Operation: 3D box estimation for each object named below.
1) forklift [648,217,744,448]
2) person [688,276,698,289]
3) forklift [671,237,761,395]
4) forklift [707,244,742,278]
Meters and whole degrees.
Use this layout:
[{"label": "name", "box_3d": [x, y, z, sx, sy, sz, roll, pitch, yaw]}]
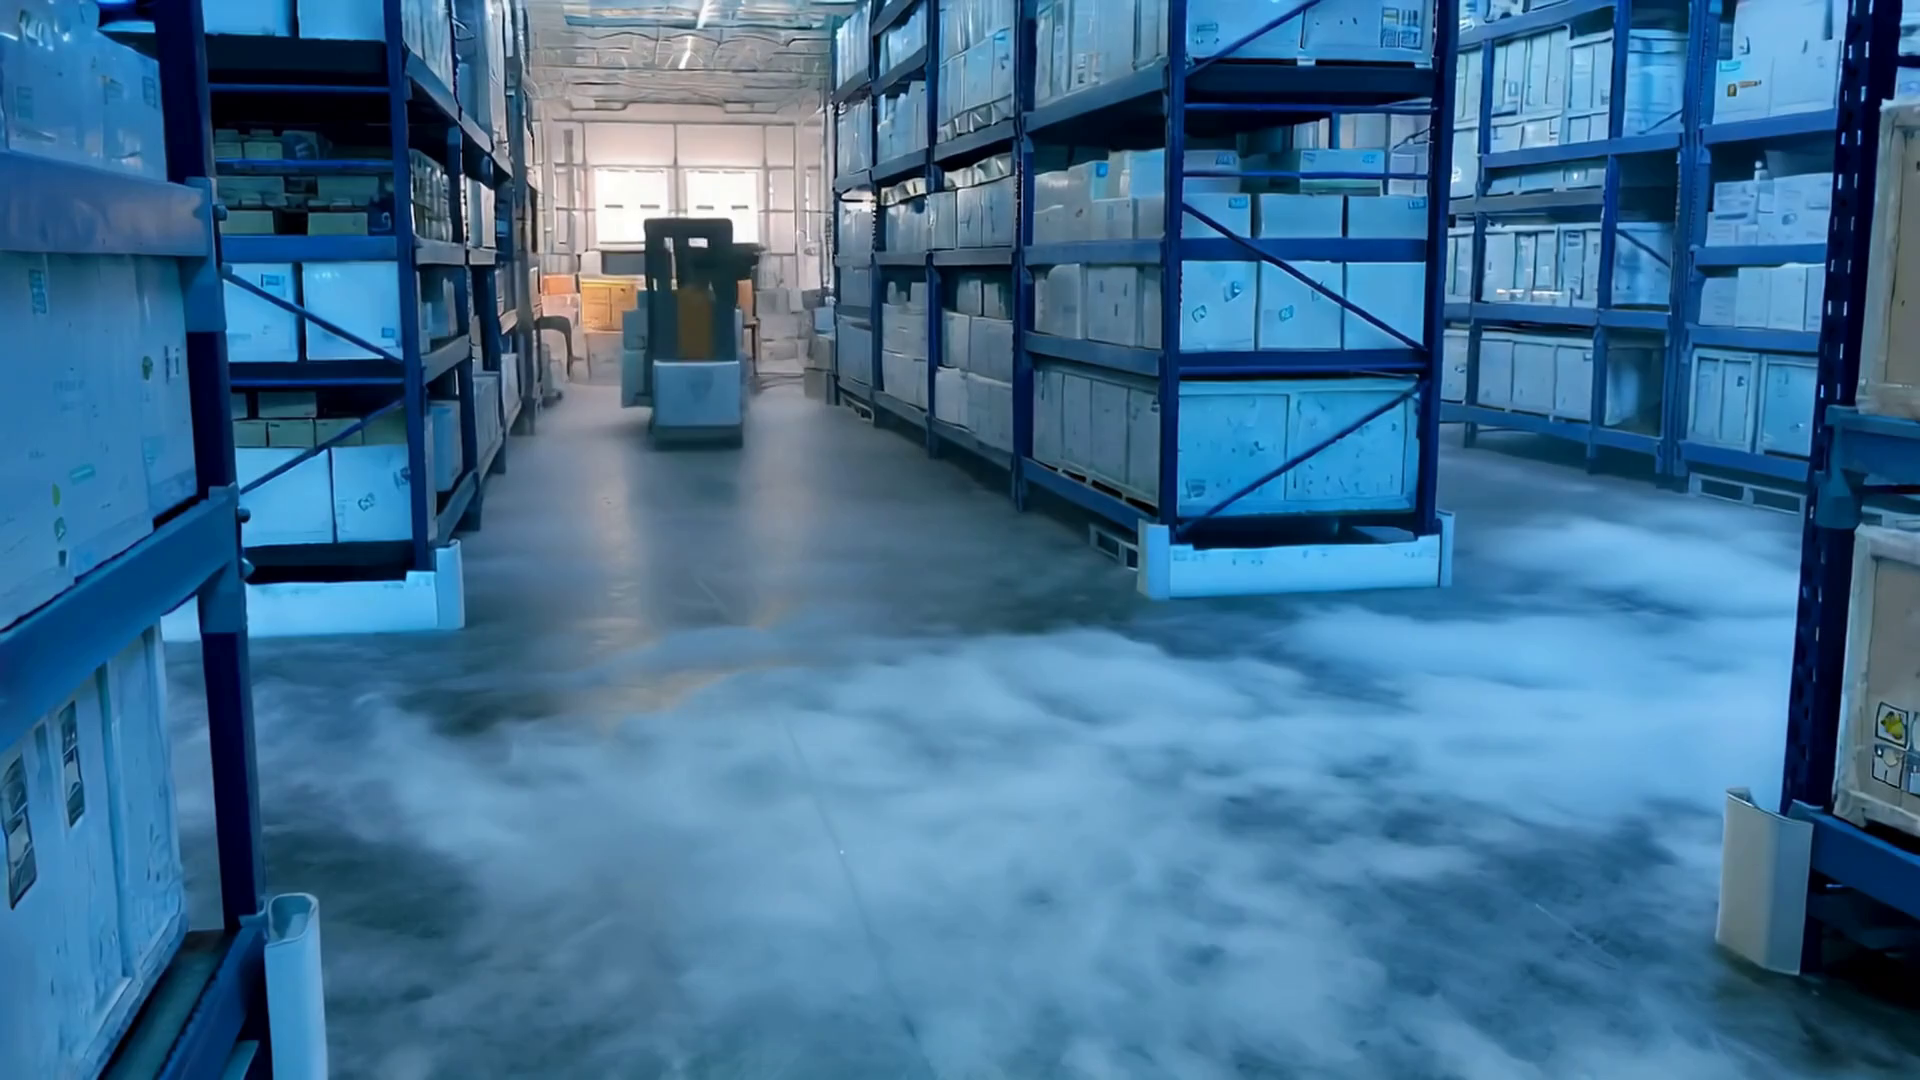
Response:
[{"label": "forklift", "box_3d": [-3.325, -2.606, 20.710, 1.129, 2.768, 1.873, -2, 10, -12]}, {"label": "person", "box_3d": [-8.142, -7.023, 50.495, 0.372, 1.940, 0.630, -8, 12, -40]}, {"label": "forklift", "box_3d": [-4.360, -3.784, 27.888, 1.129, 2.768, 1.873, 5, 11, 29]}, {"label": "forklift", "box_3d": [-6.214, -6.448, 44.126, 1.873, 2.768, 1.129, 9, 13, 44]}]
